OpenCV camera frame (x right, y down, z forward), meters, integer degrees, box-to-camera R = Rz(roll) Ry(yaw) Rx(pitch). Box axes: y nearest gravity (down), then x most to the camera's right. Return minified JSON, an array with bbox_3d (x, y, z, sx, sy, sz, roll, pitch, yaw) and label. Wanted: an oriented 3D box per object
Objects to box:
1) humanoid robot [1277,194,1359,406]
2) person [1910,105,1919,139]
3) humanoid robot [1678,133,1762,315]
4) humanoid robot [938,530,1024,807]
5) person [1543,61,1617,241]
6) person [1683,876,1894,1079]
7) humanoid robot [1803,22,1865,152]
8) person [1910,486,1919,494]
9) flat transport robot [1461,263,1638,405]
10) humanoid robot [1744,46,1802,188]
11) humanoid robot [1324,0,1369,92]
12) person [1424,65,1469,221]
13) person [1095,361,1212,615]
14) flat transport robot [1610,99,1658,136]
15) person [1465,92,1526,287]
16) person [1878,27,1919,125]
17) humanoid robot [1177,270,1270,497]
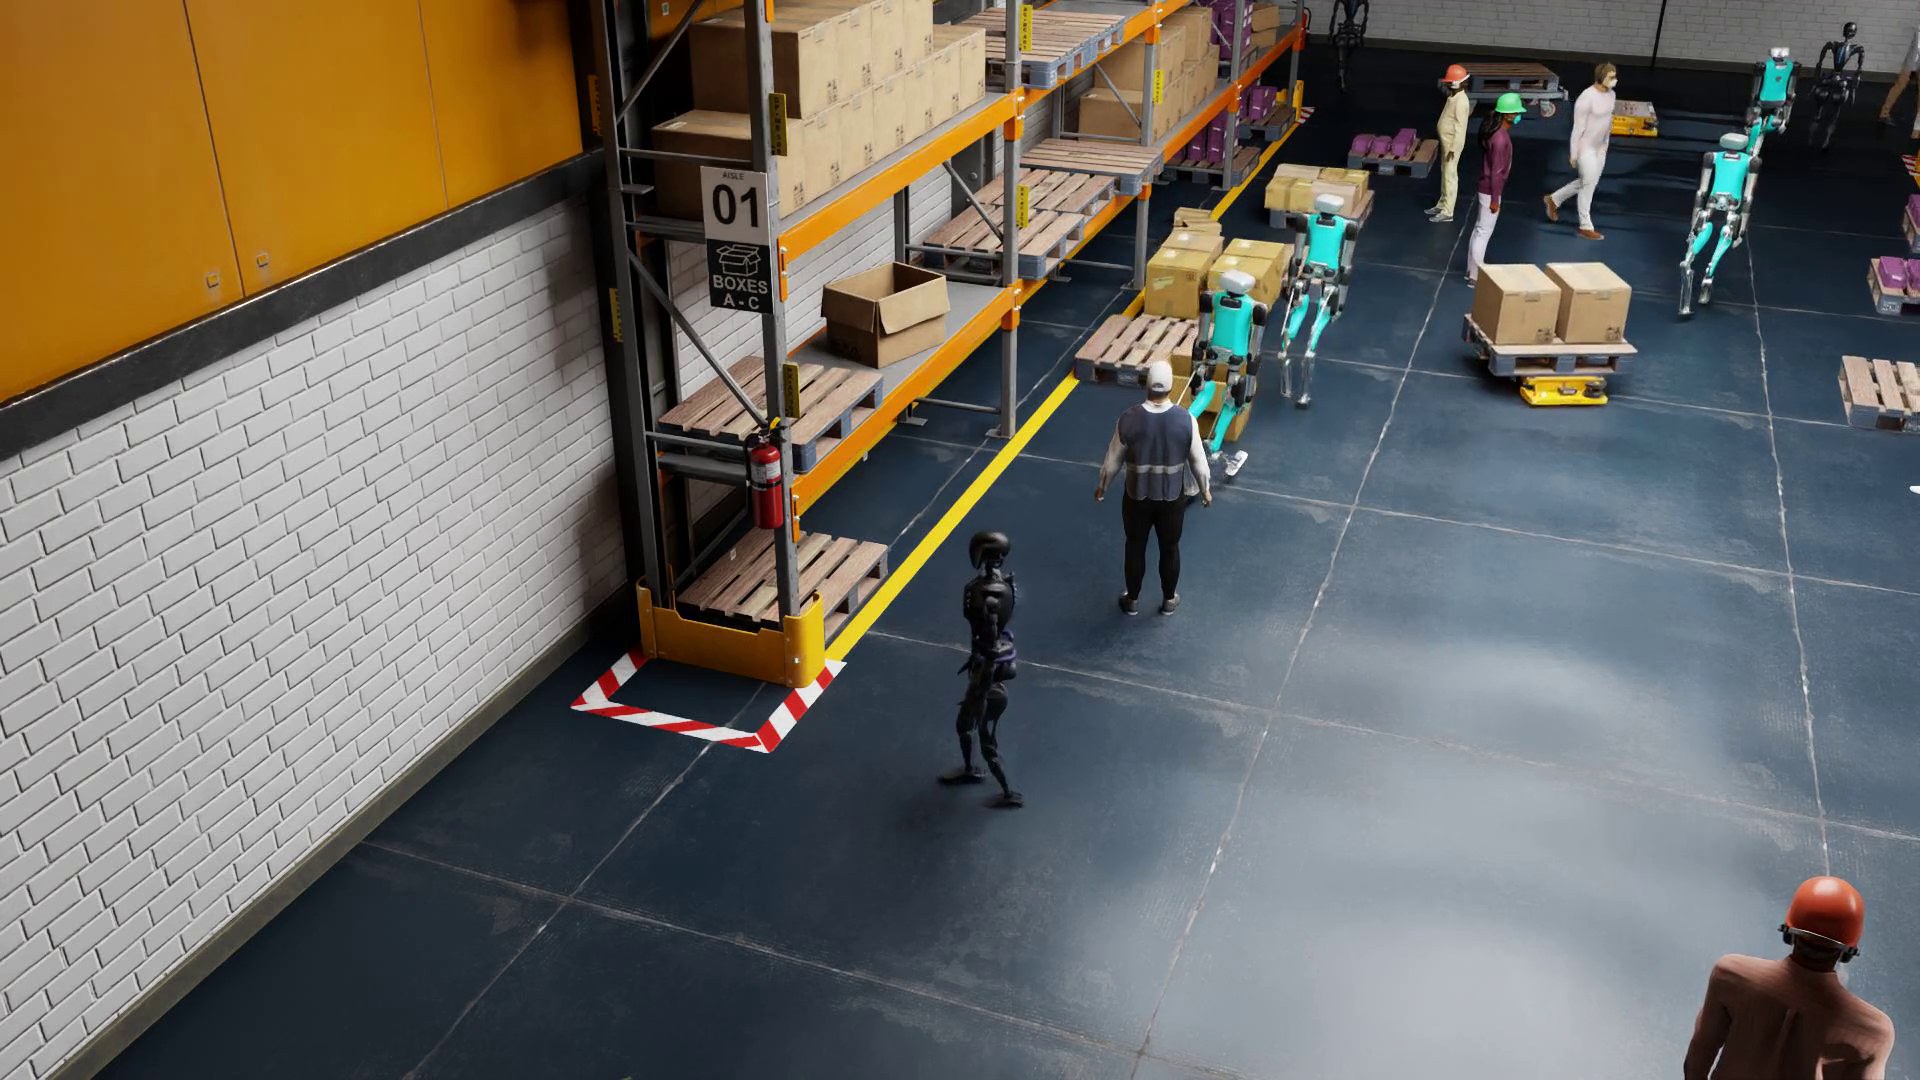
[{"bbox_3d":[2.936,-1.962,13.935,0.540,1.747,0.812,12,30,22],"label":"humanoid robot"},{"bbox_3d":[13.181,-6.265,22.188,0.627,1.840,0.429,11,29,20],"label":"person"},{"bbox_3d":[7.168,-2.932,15.880,0.554,1.729,1.017,18,33,32],"label":"humanoid robot"},{"bbox_3d":[0.140,0.712,8.857,0.467,1.656,0.597,-2,27,-3],"label":"humanoid robot"},{"bbox_3d":[6.895,-4.322,18.340,0.639,1.917,0.793,-20,34,-34],"label":"person"},{"bbox_3d":[2.888,2.039,5.929,0.610,1.986,0.402,22,34,36],"label":"person"},{"bbox_3d":[11.347,-5.880,21.650,0.587,1.659,0.440,18,32,30],"label":"humanoid robot"},{"bbox_3d":[7.483,-1.097,12.382,0.506,1.636,0.277,-20,33,-33],"label":"person"},{"bbox_3d":[5.160,-1.539,14.736,0.659,0.231,1.431,-1,27,-1],"label":"flat transport robot"},{"bbox_3d":[9.639,-5.084,19.990,0.556,1.733,0.995,2,27,4],"label":"humanoid robot"},{"bbox_3d":[5.820,-7.614,25.054,0.611,1.625,0.819,0,27,-1],"label":"humanoid robot"},{"bbox_3d":[5.543,-4.499,18.864,0.334,1.743,0.560,3,27,6],"label":"person"},{"bbox_3d":[1.251,-0.318,10.741,0.755,1.758,0.431,2,27,4],"label":"person"},{"bbox_3d":[9.318,-5.892,23.180,0.659,0.231,1.431,8,28,14],"label":"flat transport robot"},{"bbox_3d":[5.352,-3.516,16.738,0.421,1.952,0.489,6,28,12],"label":"person"},{"bbox_3d":[13.198,-6.518,22.829,0.565,1.696,0.846,-14,30,-25],"label":"person"},{"bbox_3d":[1.884,-1.089,12.260,0.557,1.732,1.033,16,31,28],"label":"humanoid robot"}]
